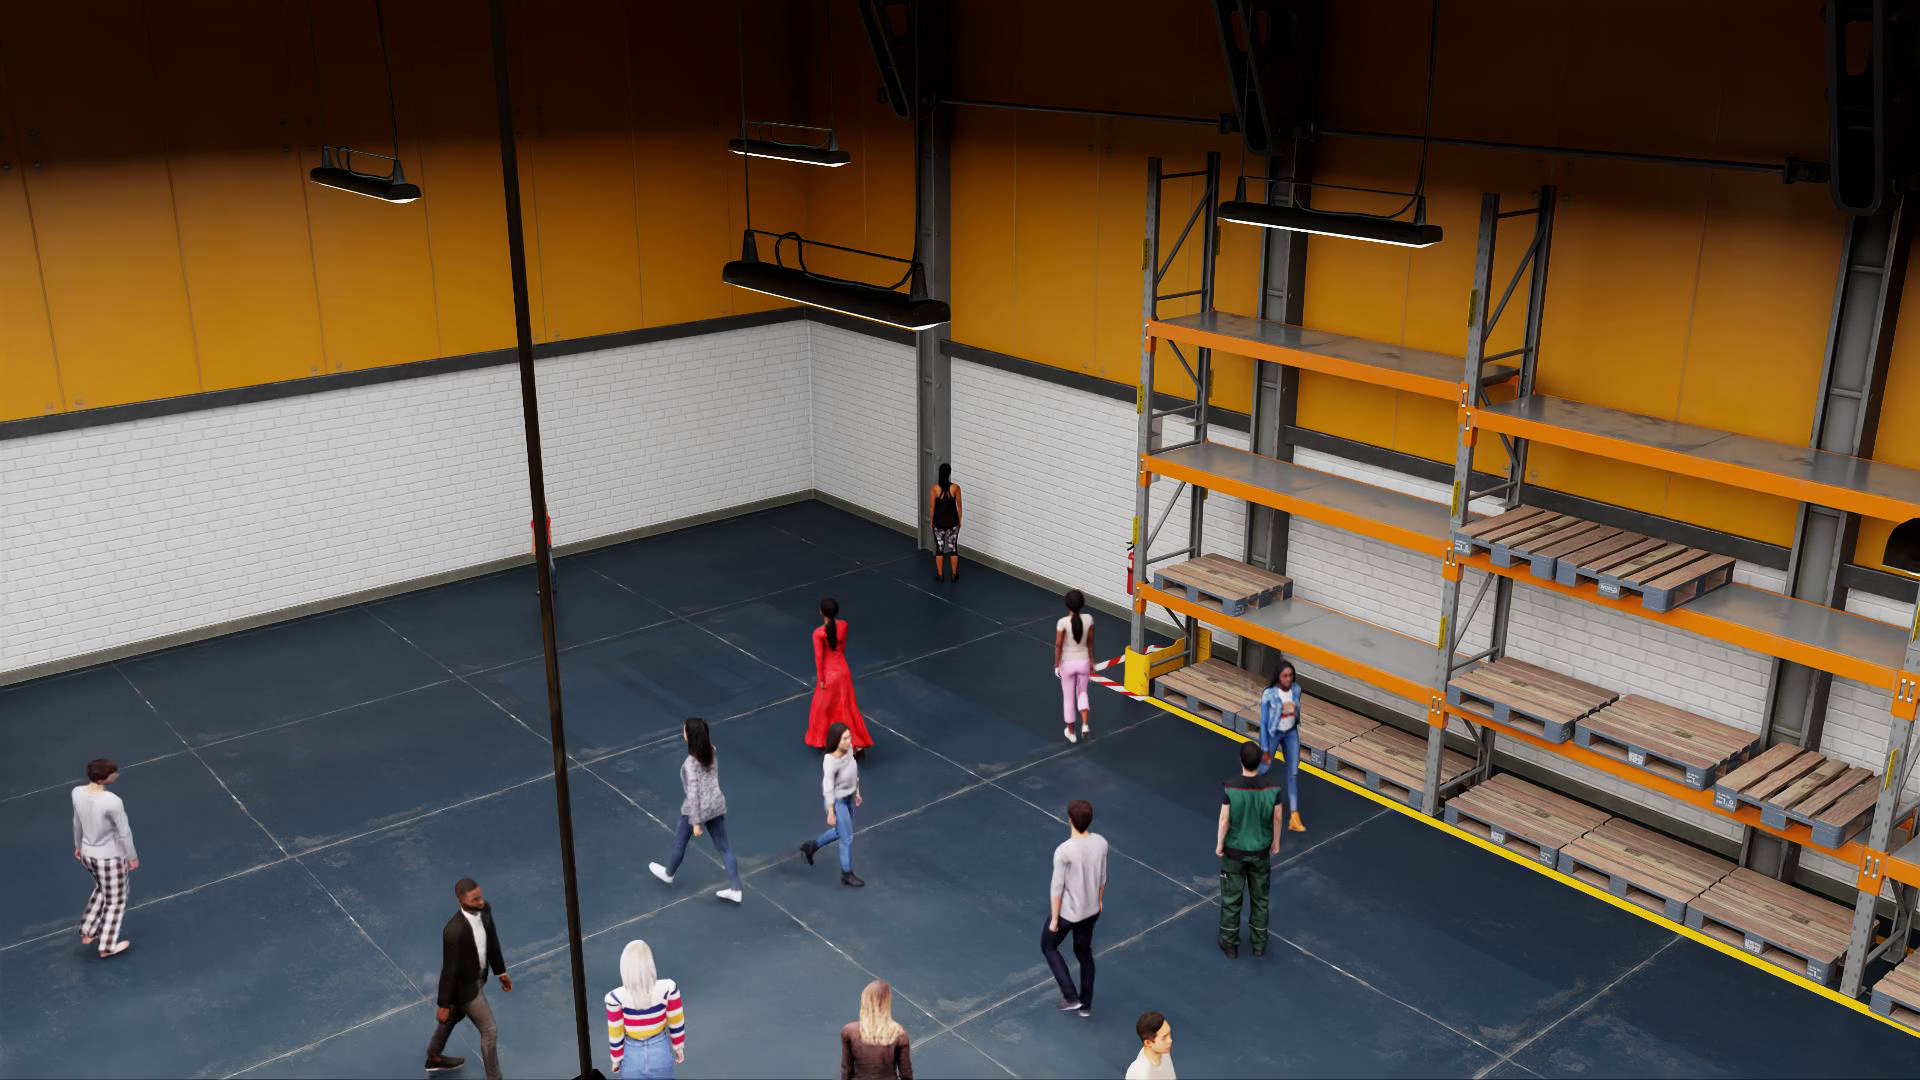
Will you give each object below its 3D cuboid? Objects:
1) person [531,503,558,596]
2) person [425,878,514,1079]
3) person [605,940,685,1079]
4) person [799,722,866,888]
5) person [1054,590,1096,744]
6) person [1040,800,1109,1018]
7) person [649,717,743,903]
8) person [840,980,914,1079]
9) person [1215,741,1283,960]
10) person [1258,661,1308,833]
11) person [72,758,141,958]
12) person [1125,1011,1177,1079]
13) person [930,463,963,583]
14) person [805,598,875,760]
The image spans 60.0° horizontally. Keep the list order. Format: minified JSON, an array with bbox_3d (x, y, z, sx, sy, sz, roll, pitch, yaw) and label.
[{"bbox_3d":[-5.509,0.083,21.969,0.548,1.310,0.539,12,22,32],"label":"person"},{"bbox_3d":[-3.617,3.216,11.993,1.194,1.739,1.121,1,19,3],"label":"person"},{"bbox_3d":[-2.093,3.476,11.113,0.716,1.808,0.660,-5,19,-15],"label":"person"},{"bbox_3d":[-1.141,2.339,14.799,1.002,1.610,0.874,6,20,18],"label":"person"},{"bbox_3d":[1.241,1.363,17.501,0.748,1.735,0.841,-5,19,-15],"label":"person"},{"bbox_3d":[0.944,2.892,12.816,0.730,1.828,0.691,-11,22,-29],"label":"person"},{"bbox_3d":[-2.161,2.397,14.518,1.242,1.680,0.890,11,21,29],"label":"person"},{"bbox_3d":[-0.562,3.660,10.751,0.708,1.691,0.772,2,19,6],"label":"person"},{"bbox_3d":[2.369,2.546,13.731,0.769,1.899,0.785,-1,19,-4],"label":"person"},{"bbox_3d":[3.015,1.912,15.977,0.920,1.667,1.219,-6,19,-17],"label":"person"},{"bbox_3d":[-7.066,2.610,13.689,0.782,1.804,0.906,3,19,8],"label":"person"},{"bbox_3d":[1.169,3.728,10.357,0.718,1.812,0.728,7,20,21],"label":"person"},{"bbox_3d":[-0.195,-0.253,22.412,0.660,1.663,0.687,-1,19,-4],"label":"person"},{"bbox_3d":[-1.245,1.466,17.184,0.610,1.742,1.112,-15,24,-37],"label":"person"}]
